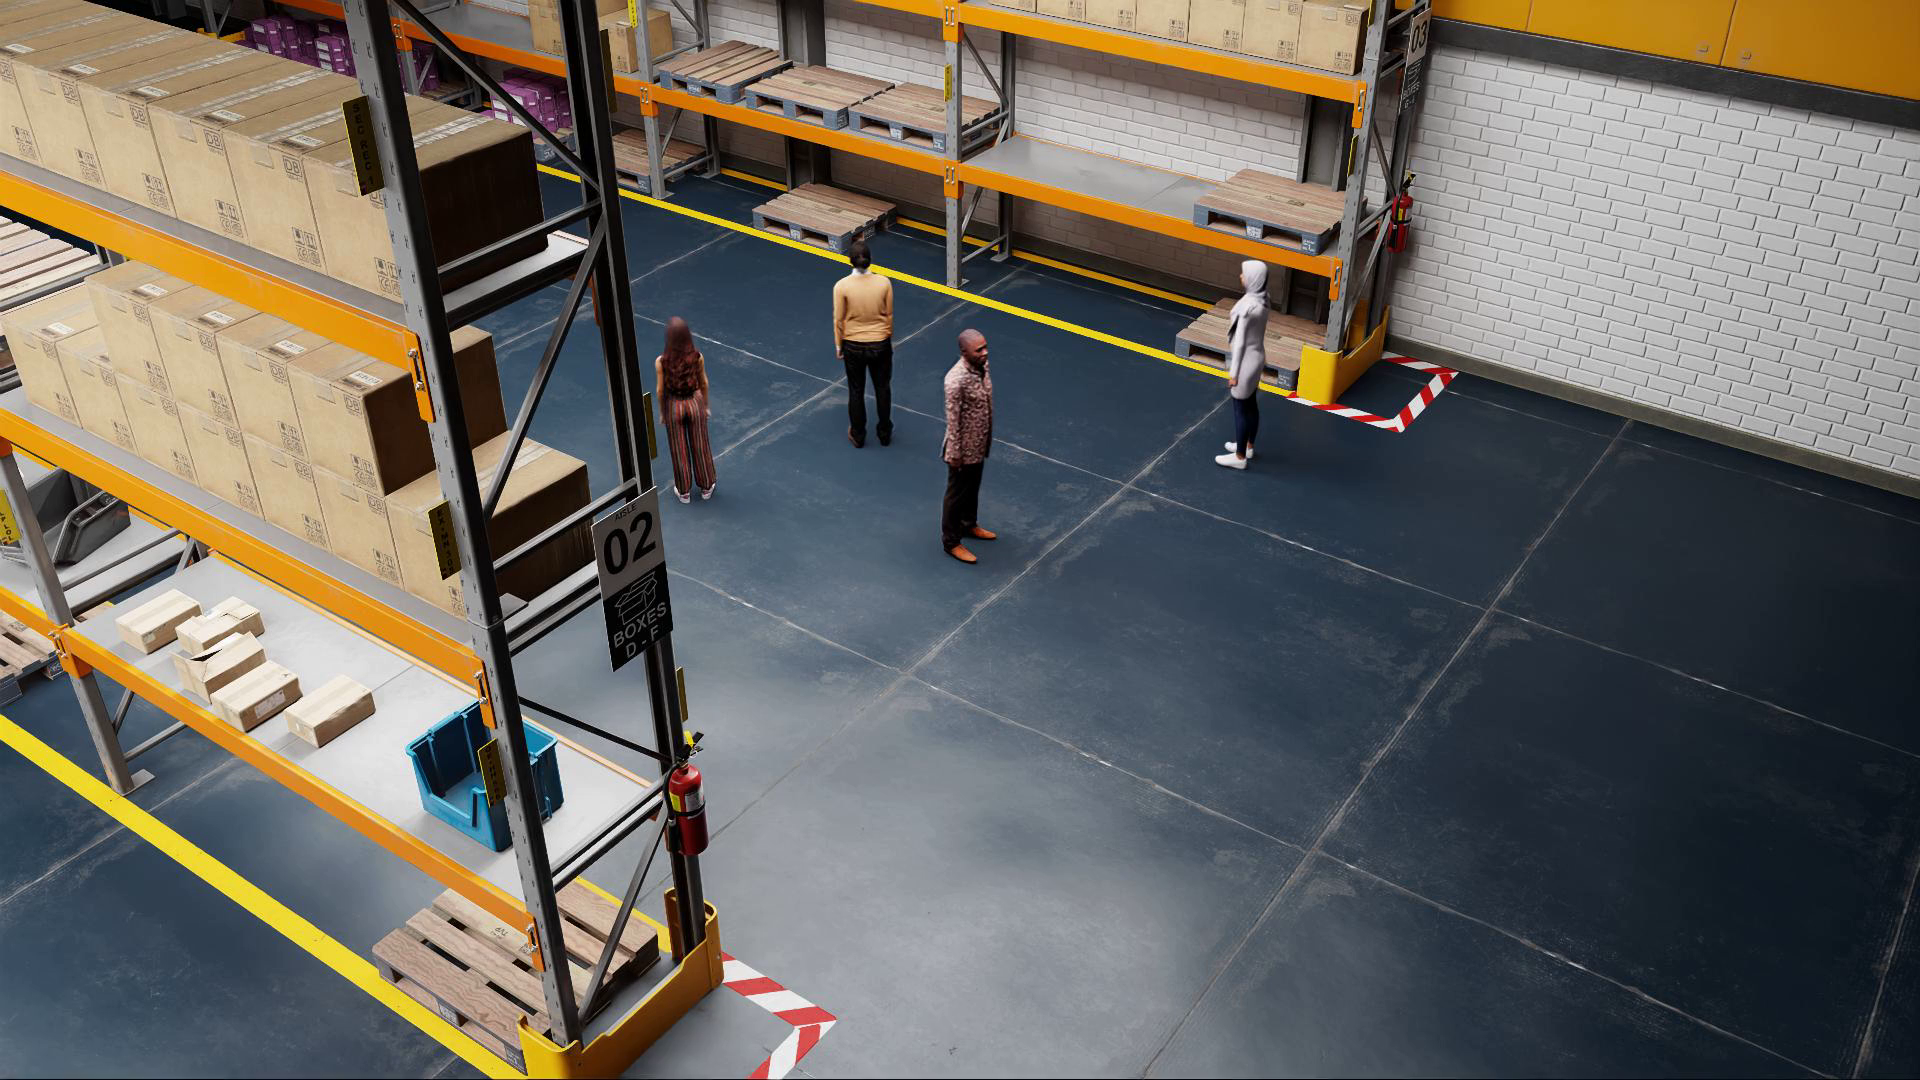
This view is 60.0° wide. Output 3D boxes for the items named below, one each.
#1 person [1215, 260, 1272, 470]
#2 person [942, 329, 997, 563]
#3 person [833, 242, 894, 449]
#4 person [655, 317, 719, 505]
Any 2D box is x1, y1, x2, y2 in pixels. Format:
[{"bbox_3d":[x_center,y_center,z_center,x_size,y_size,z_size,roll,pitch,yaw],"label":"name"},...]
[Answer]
[{"bbox_3d":[2.292,-1.388,13.208,0.528,1.776,0.609,20,38,27],"label":"person"},{"bbox_3d":[0.051,-0.730,12.190,0.627,1.807,0.723,16,37,22],"label":"person"},{"bbox_3d":[-0.760,-1.578,13.520,0.725,1.747,0.785,-6,34,-8],"label":"person"},{"bbox_3d":[-2.123,-1.013,12.837,0.638,1.562,0.682,-9,35,-13],"label":"person"}]
